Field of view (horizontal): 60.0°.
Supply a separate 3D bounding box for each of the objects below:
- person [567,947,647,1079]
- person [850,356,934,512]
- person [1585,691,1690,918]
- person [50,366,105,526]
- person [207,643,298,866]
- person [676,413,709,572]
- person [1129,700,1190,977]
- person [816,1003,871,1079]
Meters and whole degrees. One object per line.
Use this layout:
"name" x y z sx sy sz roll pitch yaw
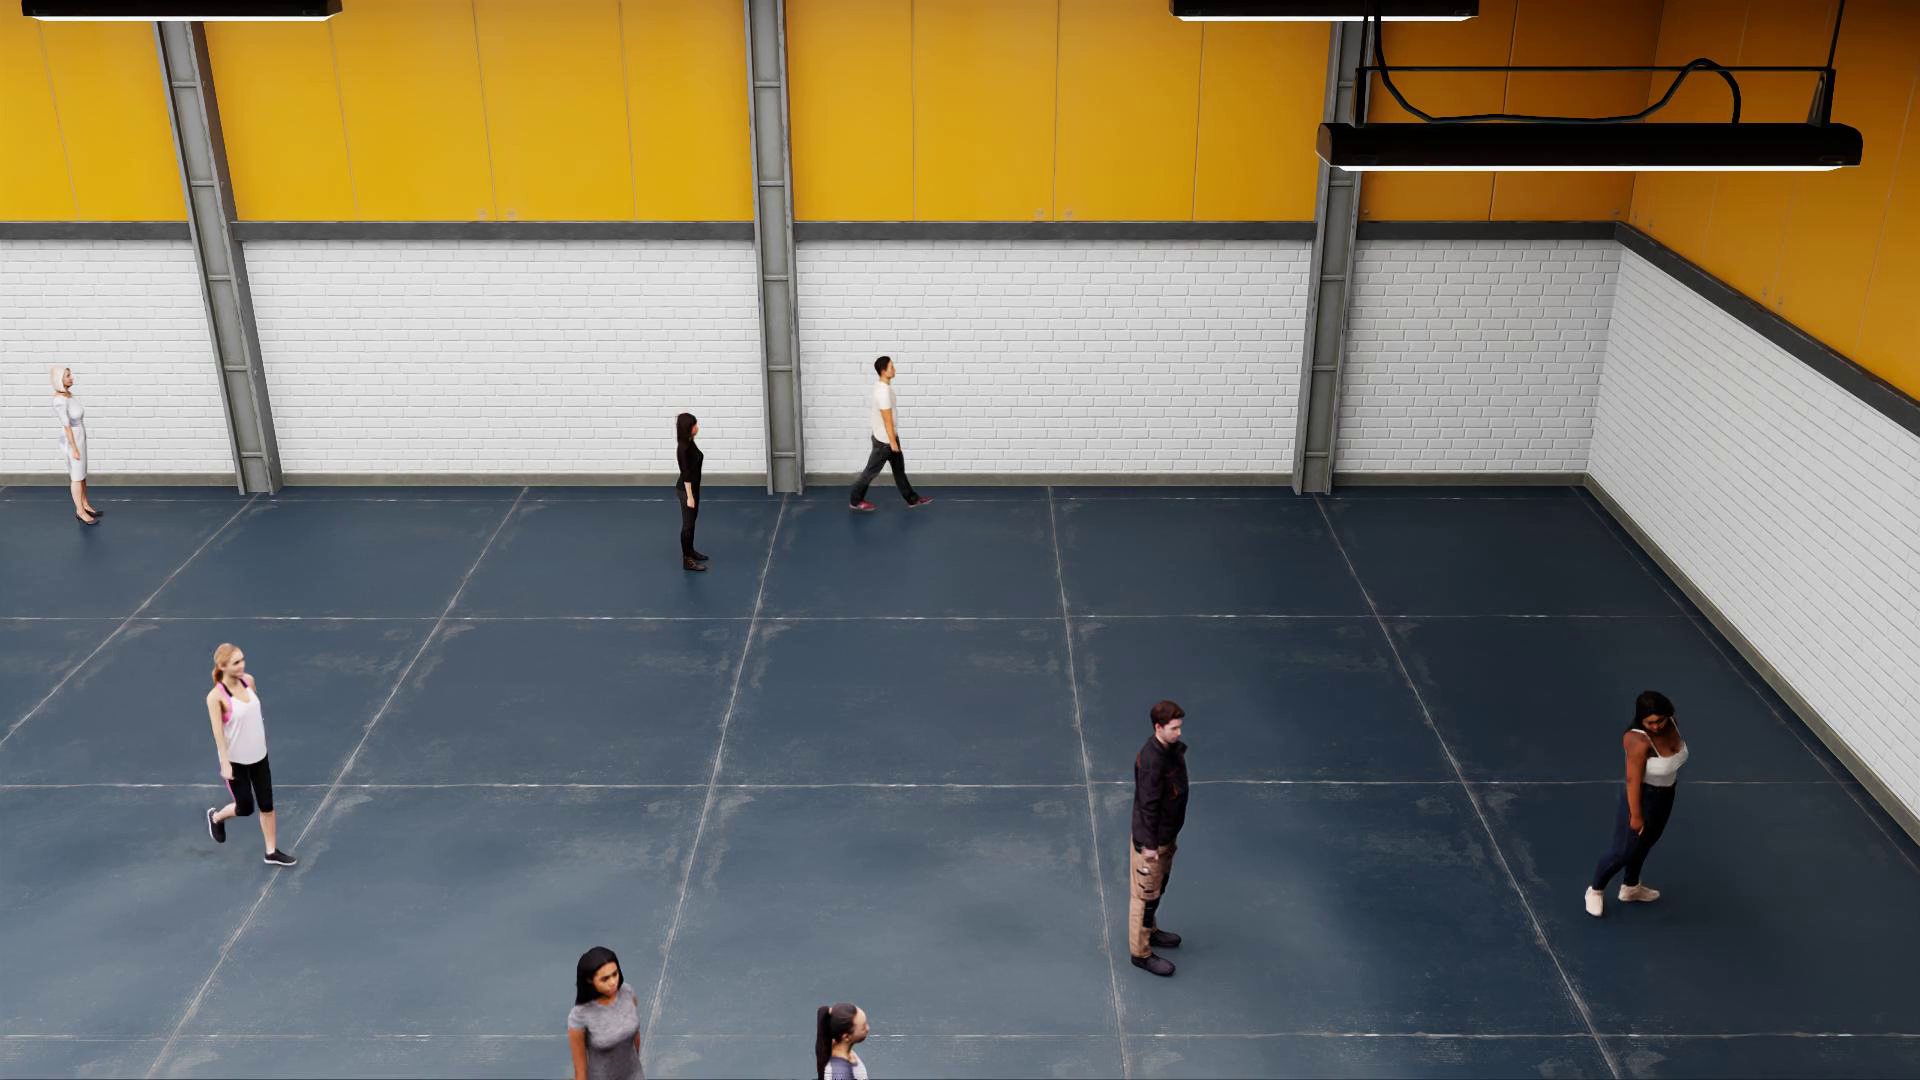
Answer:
"person" -1.922 2.910 8.861 1.095 1.741 1.118 -20 30 -38
"person" -0.912 -1.106 18.026 1.123 1.758 0.649 0 24 0
"person" 4.722 1.763 11.451 0.943 1.769 0.865 15 28 30
"person" -9.526 -1.036 17.878 0.596 1.750 0.622 -7 25 -15
"person" -5.206 1.550 11.930 1.036 1.774 0.846 9 25 20
"person" -2.743 -0.508 16.806 0.489 1.641 0.574 -1 24 -1
"person" 1.282 1.913 10.916 0.732 1.922 0.771 8 25 18
"person" -0.667 3.080 8.598 0.711 1.640 0.669 -5 24 -12
